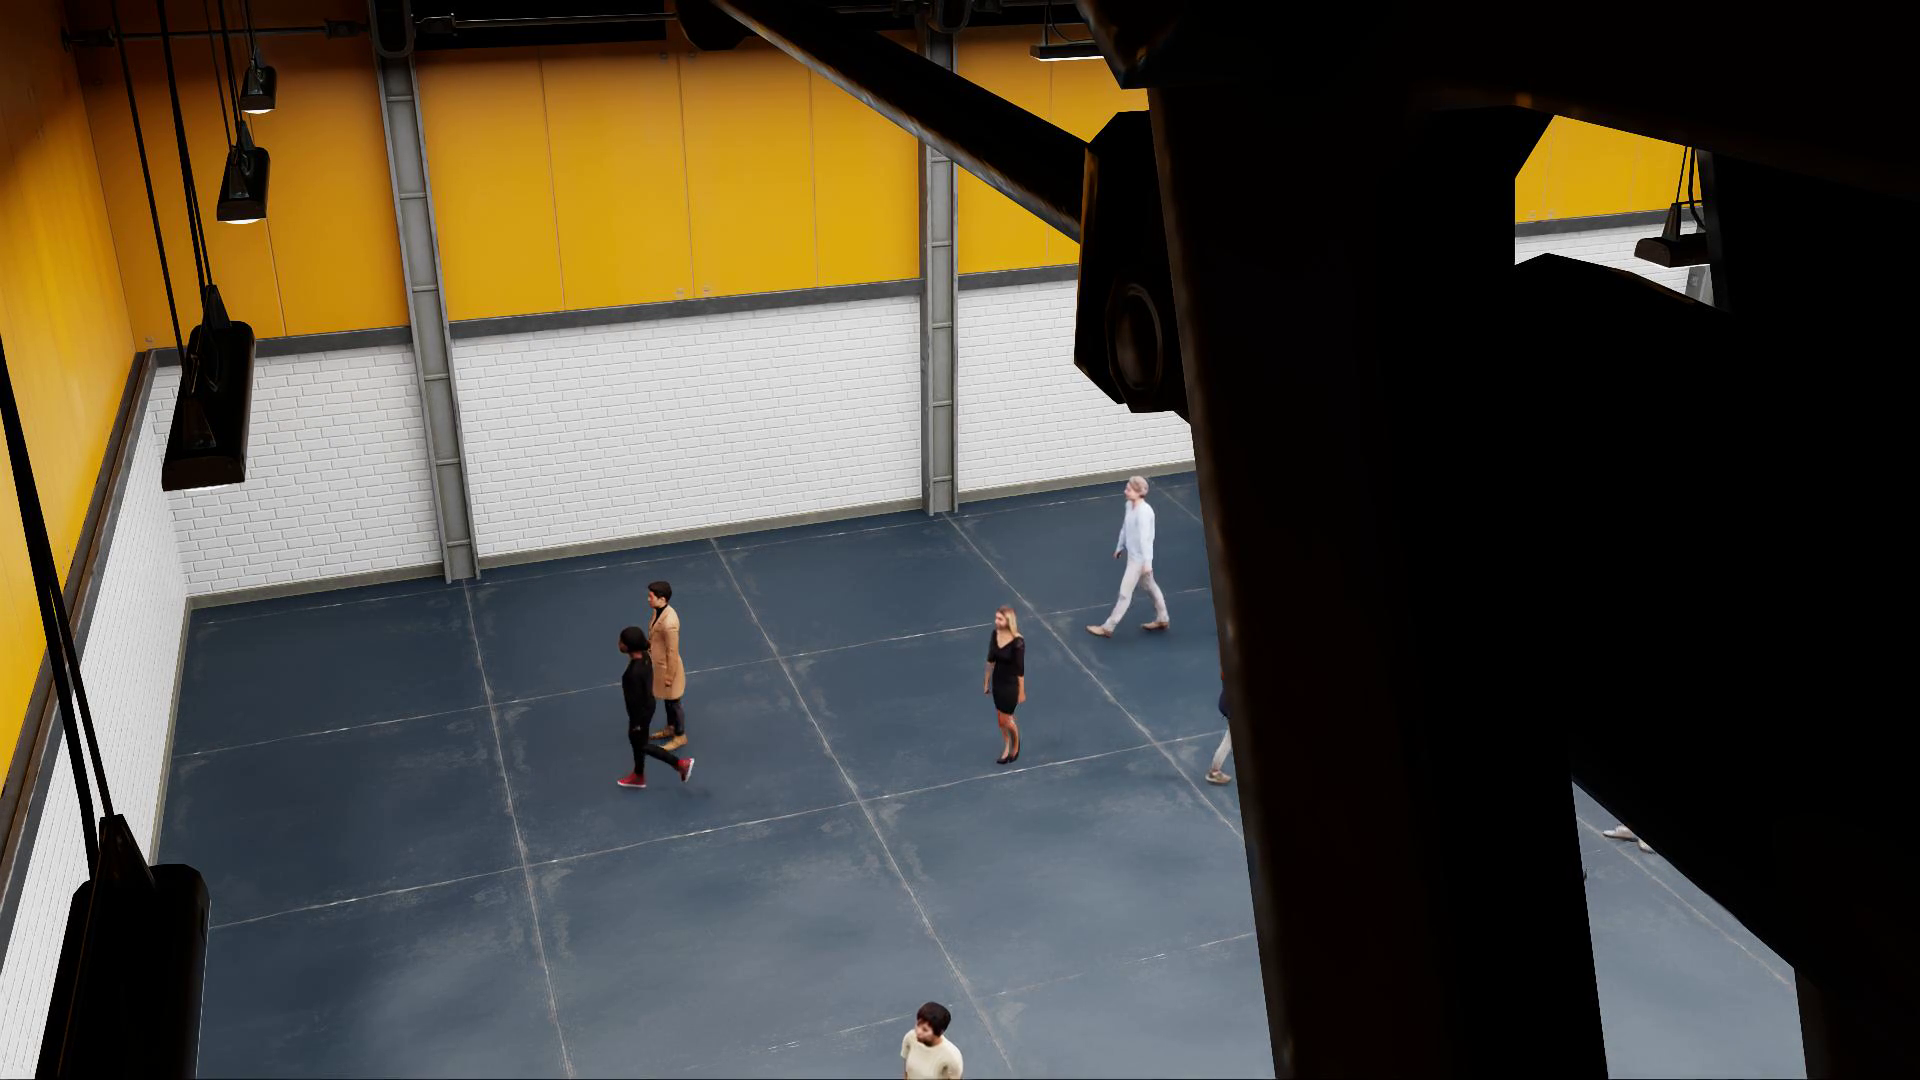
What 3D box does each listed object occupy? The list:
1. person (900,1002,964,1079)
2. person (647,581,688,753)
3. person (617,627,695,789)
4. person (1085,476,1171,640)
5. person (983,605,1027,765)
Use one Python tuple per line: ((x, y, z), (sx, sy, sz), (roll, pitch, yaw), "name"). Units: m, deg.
((-0.139, 3.561, 10.599), (1.087, 1.556, 0.860), (-21, 31, -40), "person")
((-2.790, 1.172, 15.851), (0.645, 1.727, 0.664), (-11, 26, -24), "person")
((-2.809, 1.552, 15.069), (1.054, 1.656, 0.829), (1, 24, 3), "person")
((2.017, 0.203, 17.924), (1.267, 1.842, 0.861), (-3, 24, -7), "person")
((0.499, 1.347, 15.528), (0.675, 1.665, 0.663), (-20, 31, -38), "person")
